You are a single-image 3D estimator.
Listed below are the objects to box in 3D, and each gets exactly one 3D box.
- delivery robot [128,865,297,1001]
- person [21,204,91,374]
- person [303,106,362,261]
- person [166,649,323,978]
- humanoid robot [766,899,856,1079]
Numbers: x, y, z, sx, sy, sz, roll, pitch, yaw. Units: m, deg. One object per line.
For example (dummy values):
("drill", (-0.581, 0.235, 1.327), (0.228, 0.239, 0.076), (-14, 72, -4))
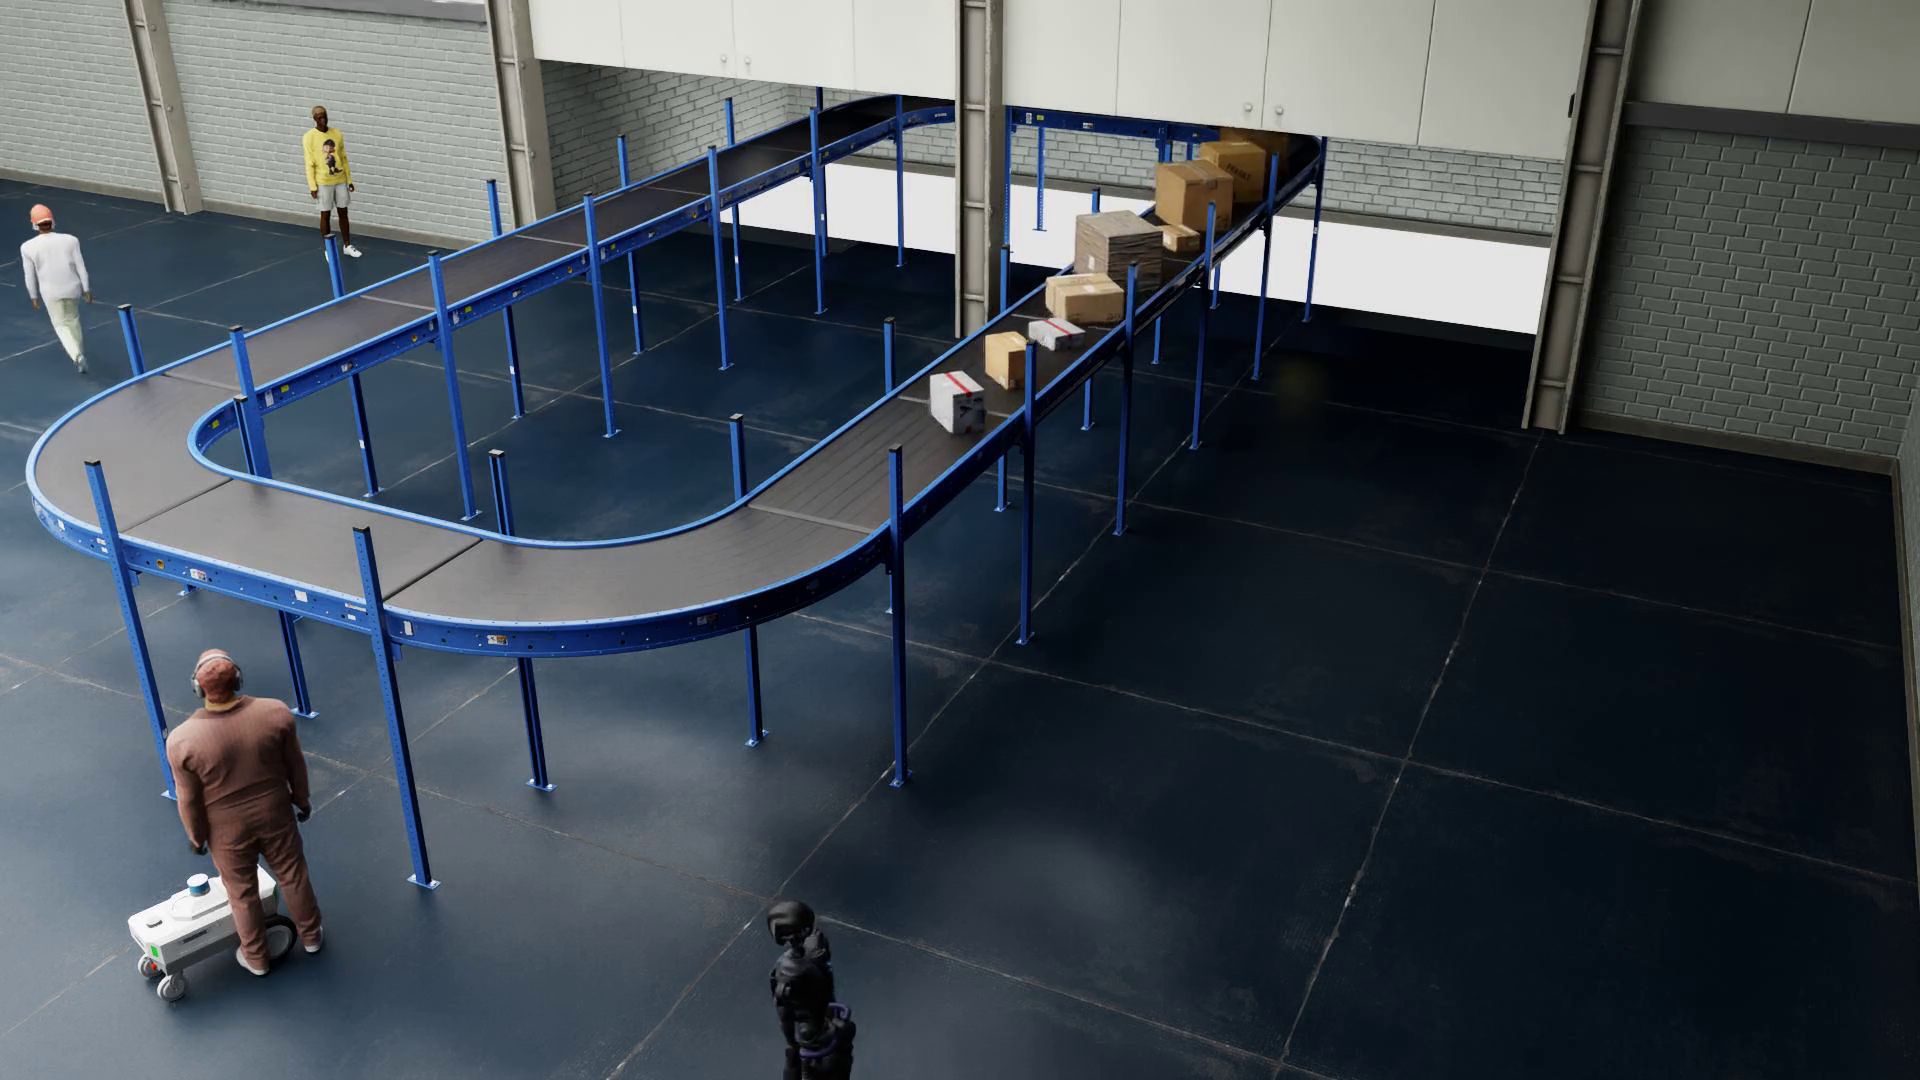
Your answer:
("delivery robot", (-4.036, 2.074, 8.997), (0.803, 0.614, 0.499), (-24, 35, -39))
("person", (-9.190, -2.556, 16.996), (0.568, 1.722, 0.768), (-23, 34, -38))
("person", (-7.765, -4.401, 20.510), (0.357, 1.897, 0.555), (23, 35, 39))
("person", (-3.752, 1.431, 8.752), (0.645, 1.906, 0.404), (-19, 32, -33))
("humanoid robot", (-0.662, 2.274, 7.347), (0.756, 1.624, 0.610), (6, 27, 13))
